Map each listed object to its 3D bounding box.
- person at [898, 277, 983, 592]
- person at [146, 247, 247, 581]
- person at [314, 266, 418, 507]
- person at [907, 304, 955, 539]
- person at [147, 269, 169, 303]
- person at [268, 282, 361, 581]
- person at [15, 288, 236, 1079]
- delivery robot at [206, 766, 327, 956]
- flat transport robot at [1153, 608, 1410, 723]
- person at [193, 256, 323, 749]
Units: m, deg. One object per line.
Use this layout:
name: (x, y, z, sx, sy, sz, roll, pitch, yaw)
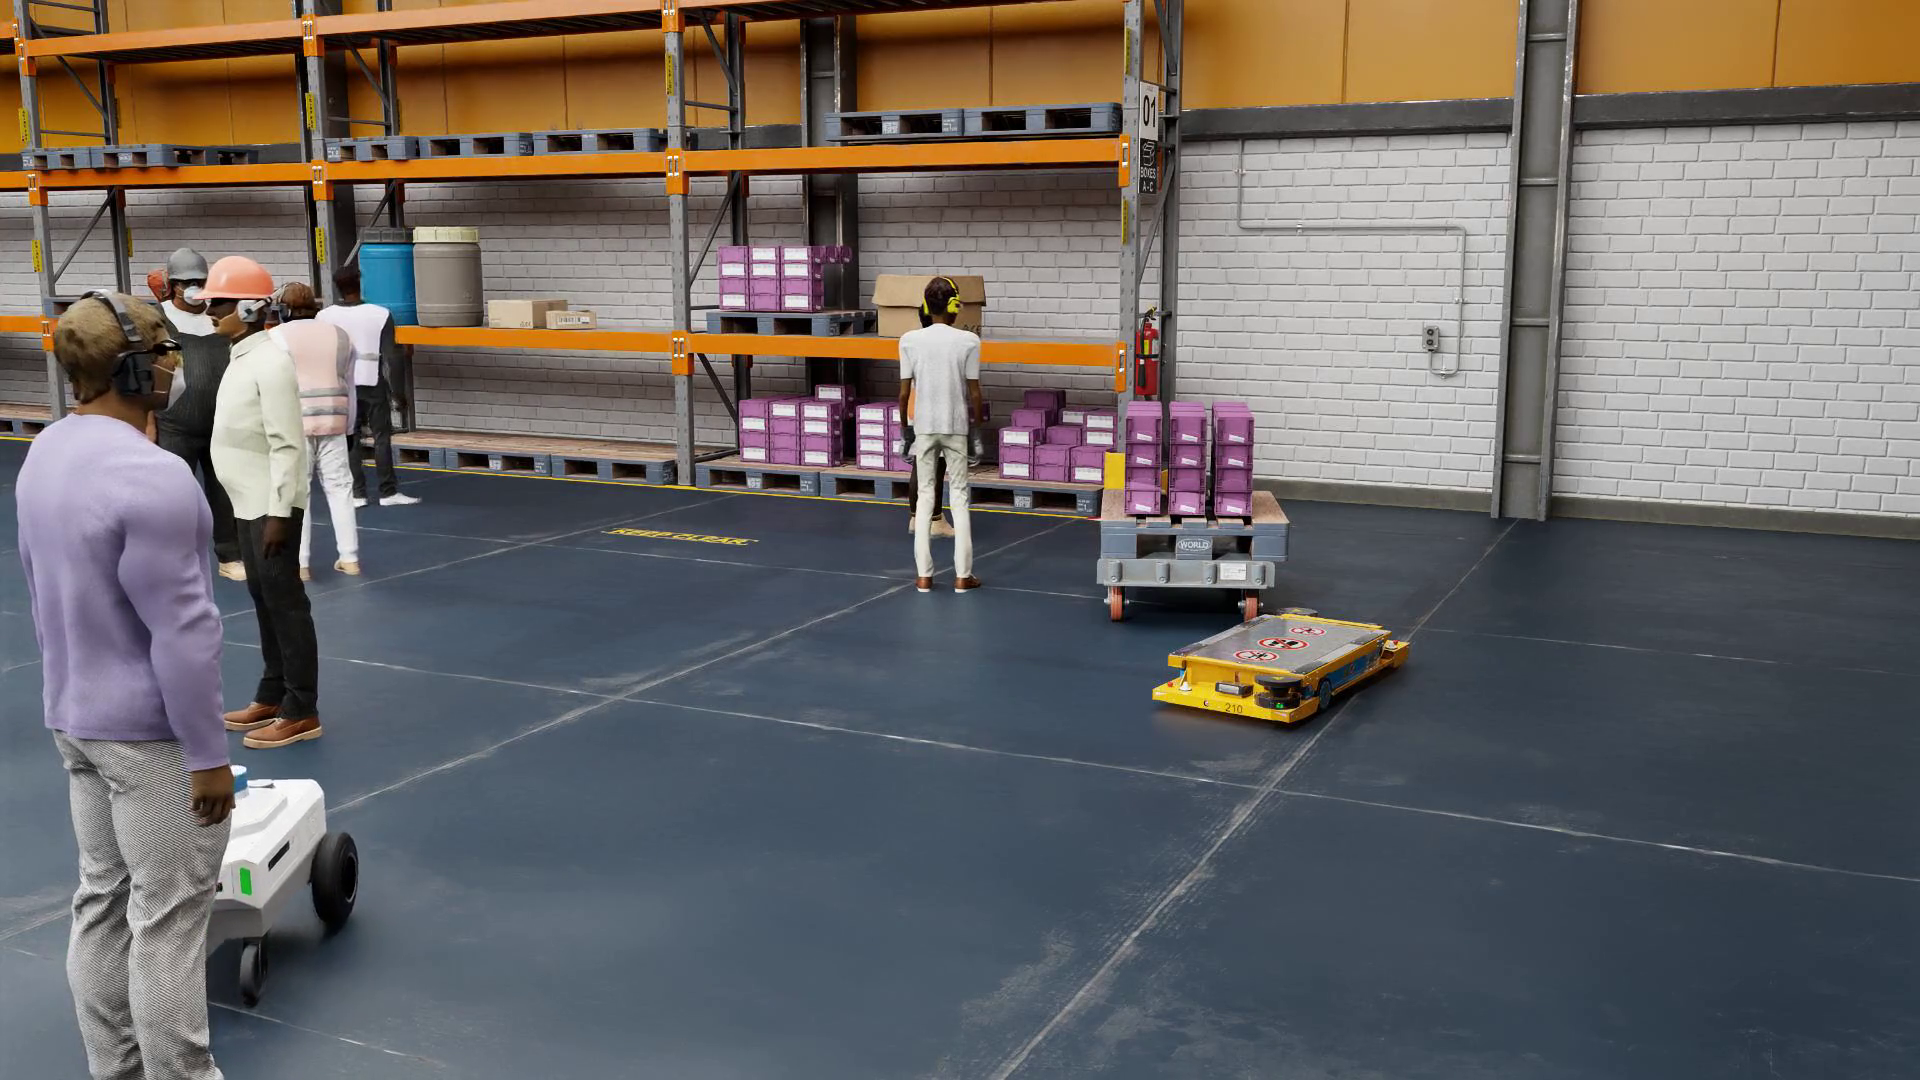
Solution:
person: (-0.114, -0.614, 9.839, 0.512, 1.864, 0.330, 2, 10, 9)
person: (-4.569, -0.734, 10.014, 0.536, 2.000, 0.683, 10, 14, 43)
person: (-4.667, -1.185, 13.080, 0.726, 1.890, 0.356, -1, 10, -4)
person: (-0.190, -0.864, 11.731, 0.317, 1.698, 0.540, -6, 12, -33)
person: (-5.600, -0.980, 11.866, 0.345, 1.883, 0.584, -1, 10, -8)
person: (-4.030, -0.666, 10.264, 0.643, 1.833, 0.431, -9, 13, -41)
person: (-1.803, 0.424, 3.678, 0.629, 1.940, 0.372, 7, 12, 37)
delivery robot: (-2.064, 0.886, 4.722, 0.477, 0.478, 0.707, -1, 10, -5)
flat transport robot: (1.519, 0.554, 7.701, 0.652, 0.197, 1.431, 7, 12, 34)
person: (-2.869, -0.152, 6.812, 0.383, 1.996, 0.609, -7, 12, -35)
